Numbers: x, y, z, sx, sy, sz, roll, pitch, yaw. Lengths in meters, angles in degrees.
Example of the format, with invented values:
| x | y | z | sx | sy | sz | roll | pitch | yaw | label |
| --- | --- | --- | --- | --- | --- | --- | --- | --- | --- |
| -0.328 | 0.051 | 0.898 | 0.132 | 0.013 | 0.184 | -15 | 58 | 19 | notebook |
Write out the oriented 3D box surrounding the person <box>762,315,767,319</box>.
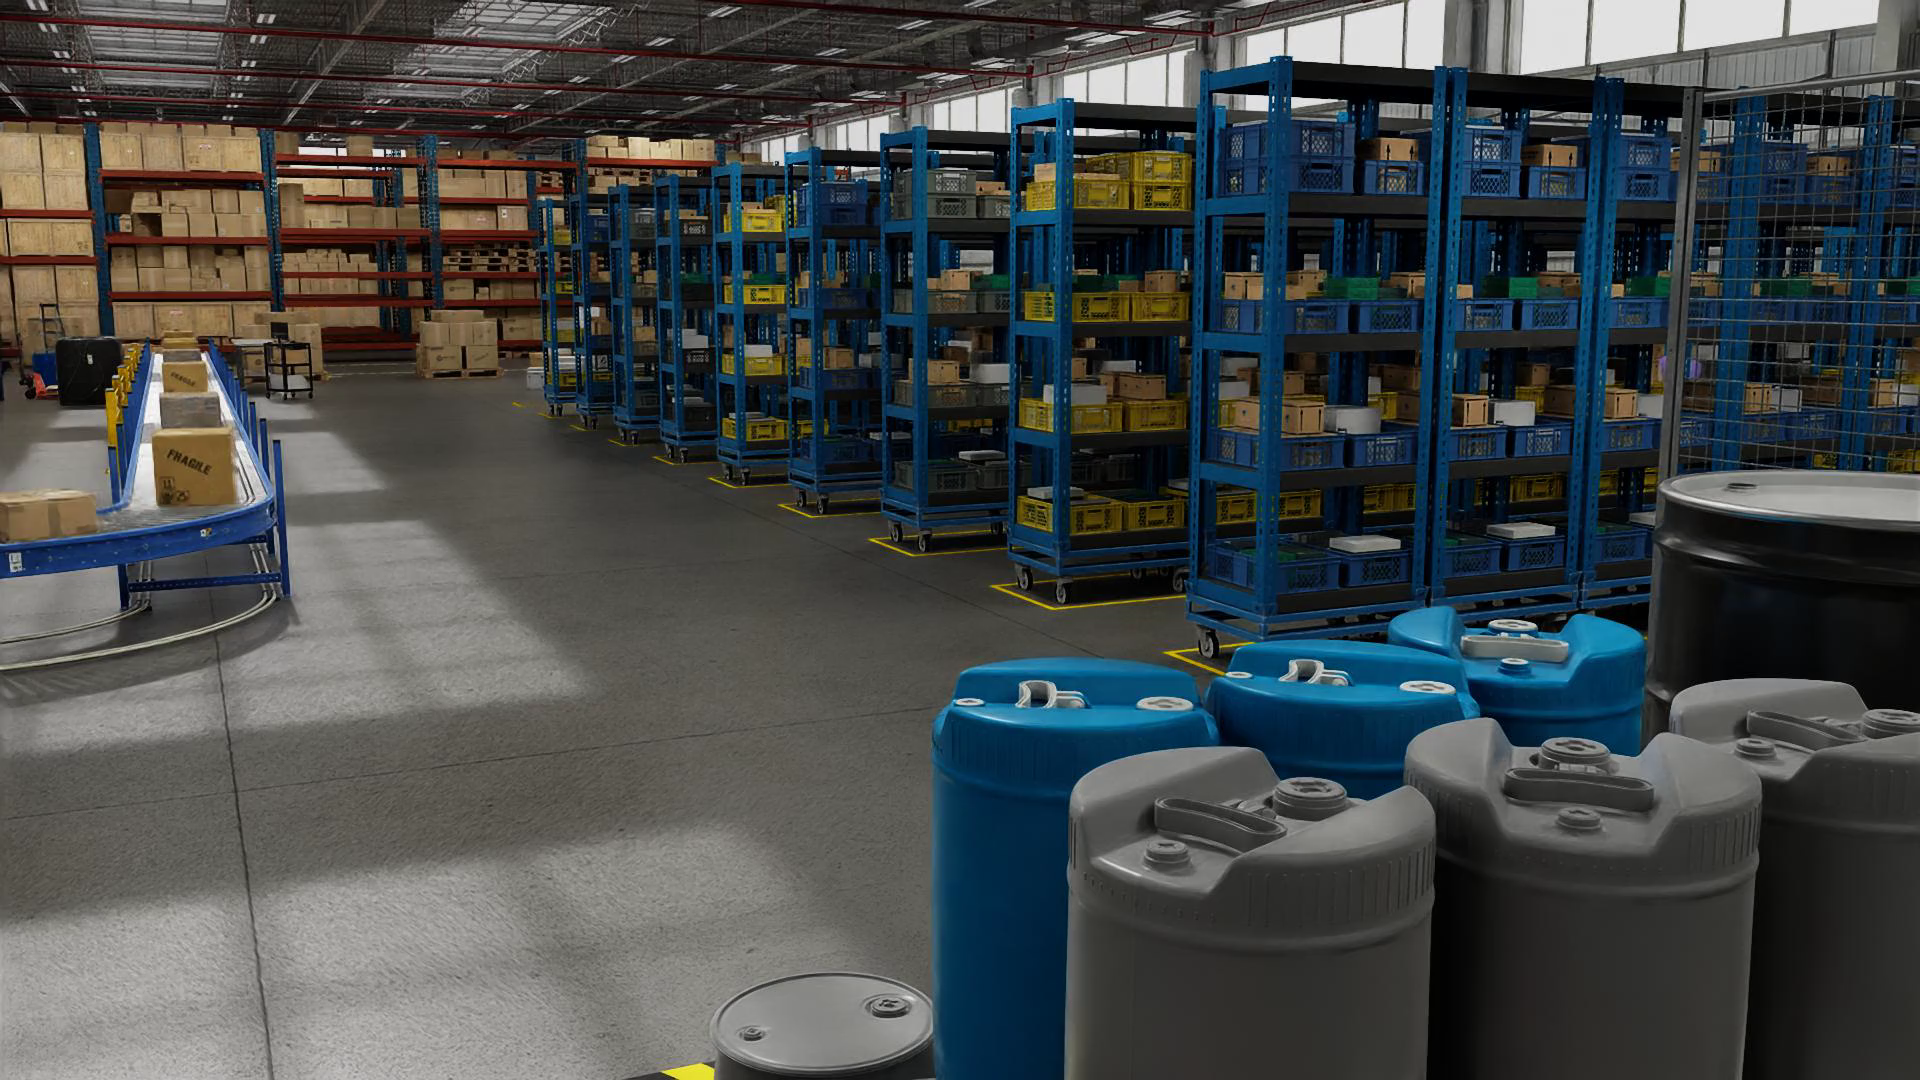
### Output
| x | y | z | sx | sy | sz | roll | pitch | yaw | label |
| --- | --- | --- | --- | --- | --- | --- | --- | --- | --- |
| -3.862 | -3.907 | 33.130 | 0.639 | 1.964 | 0.777 | -6 | 11 | -34 | person |

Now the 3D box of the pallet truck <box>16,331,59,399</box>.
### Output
| x | y | z | sx | sy | sz | roll | pitch | yaw | label |
| --- | --- | --- | --- | --- | --- | --- | --- | --- | --- |
| -17.082 | -3.353 | 31.781 | 1.630 | 1.274 | 0.653 | -4 | 10 | -25 | pallet truck |

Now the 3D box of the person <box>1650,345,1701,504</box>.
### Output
| x | y | z | sx | sy | sz | roll | pitch | yaw | label |
| --- | --- | --- | --- | --- | --- | --- | --- | --- | --- |
| 7.225 | -1.216 | 16.830 | 0.574 | 1.843 | 0.375 | -4 | 10 | -24 | person |

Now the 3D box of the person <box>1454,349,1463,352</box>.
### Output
| x | y | z | sx | sy | sz | roll | pitch | yaw | label |
| --- | --- | --- | --- | --- | --- | --- | --- | --- | --- |
| 6.394 | -1.981 | 21.744 | 0.524 | 1.823 | 0.605 | -5 | 11 | -30 | person |

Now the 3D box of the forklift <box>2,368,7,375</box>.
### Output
| x | y | z | sx | sy | sz | roll | pitch | yaw | label |
| --- | --- | --- | --- | --- | --- | --- | --- | --- | --- |
| -23.230 | -5.200 | 38.347 | 1.873 | 2.768 | 1.129 | -4 | 10 | -25 | forklift |

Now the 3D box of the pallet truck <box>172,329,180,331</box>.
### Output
| x | y | z | sx | sy | sz | roll | pitch | yaw | label |
| --- | --- | --- | --- | --- | --- | --- | --- | --- | --- |
| -17.275 | -3.851 | 35.096 | 1.601 | 1.201 | 0.680 | 0 | 9 | 1 | pallet truck |
